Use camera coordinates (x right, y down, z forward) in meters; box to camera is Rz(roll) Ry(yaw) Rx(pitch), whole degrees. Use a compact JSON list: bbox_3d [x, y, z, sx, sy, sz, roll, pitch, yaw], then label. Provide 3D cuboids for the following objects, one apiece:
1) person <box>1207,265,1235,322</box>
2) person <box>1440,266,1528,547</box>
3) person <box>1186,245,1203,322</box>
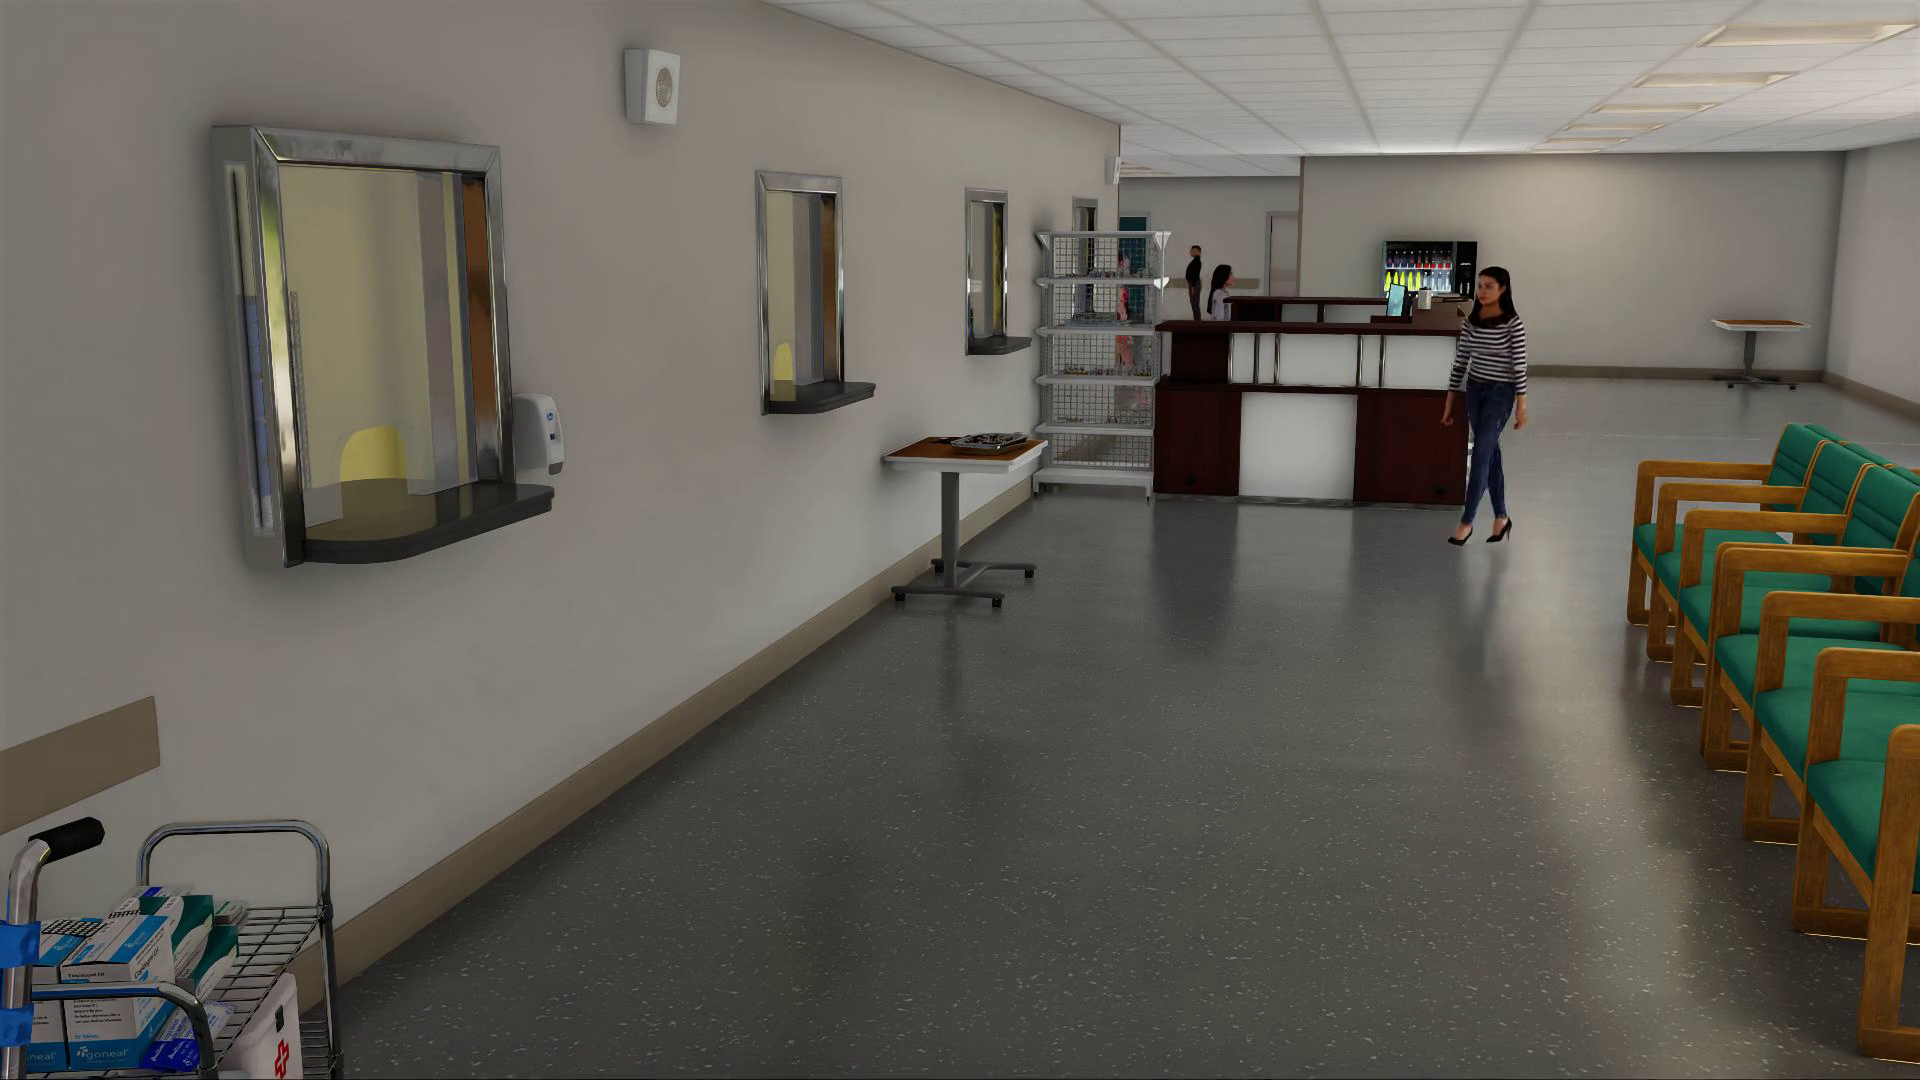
[{"bbox_3d":[2.769,-2.206,18.387,1.103,1.583,0.807,0,11,-1],"label":"person"},{"bbox_3d":[3.436,-0.833,10.618,0.992,1.765,0.965,-8,13,-36],"label":"person"},{"bbox_3d":[4.475,-4.746,31.552,0.531,1.667,0.581,2,11,12],"label":"person"}]
